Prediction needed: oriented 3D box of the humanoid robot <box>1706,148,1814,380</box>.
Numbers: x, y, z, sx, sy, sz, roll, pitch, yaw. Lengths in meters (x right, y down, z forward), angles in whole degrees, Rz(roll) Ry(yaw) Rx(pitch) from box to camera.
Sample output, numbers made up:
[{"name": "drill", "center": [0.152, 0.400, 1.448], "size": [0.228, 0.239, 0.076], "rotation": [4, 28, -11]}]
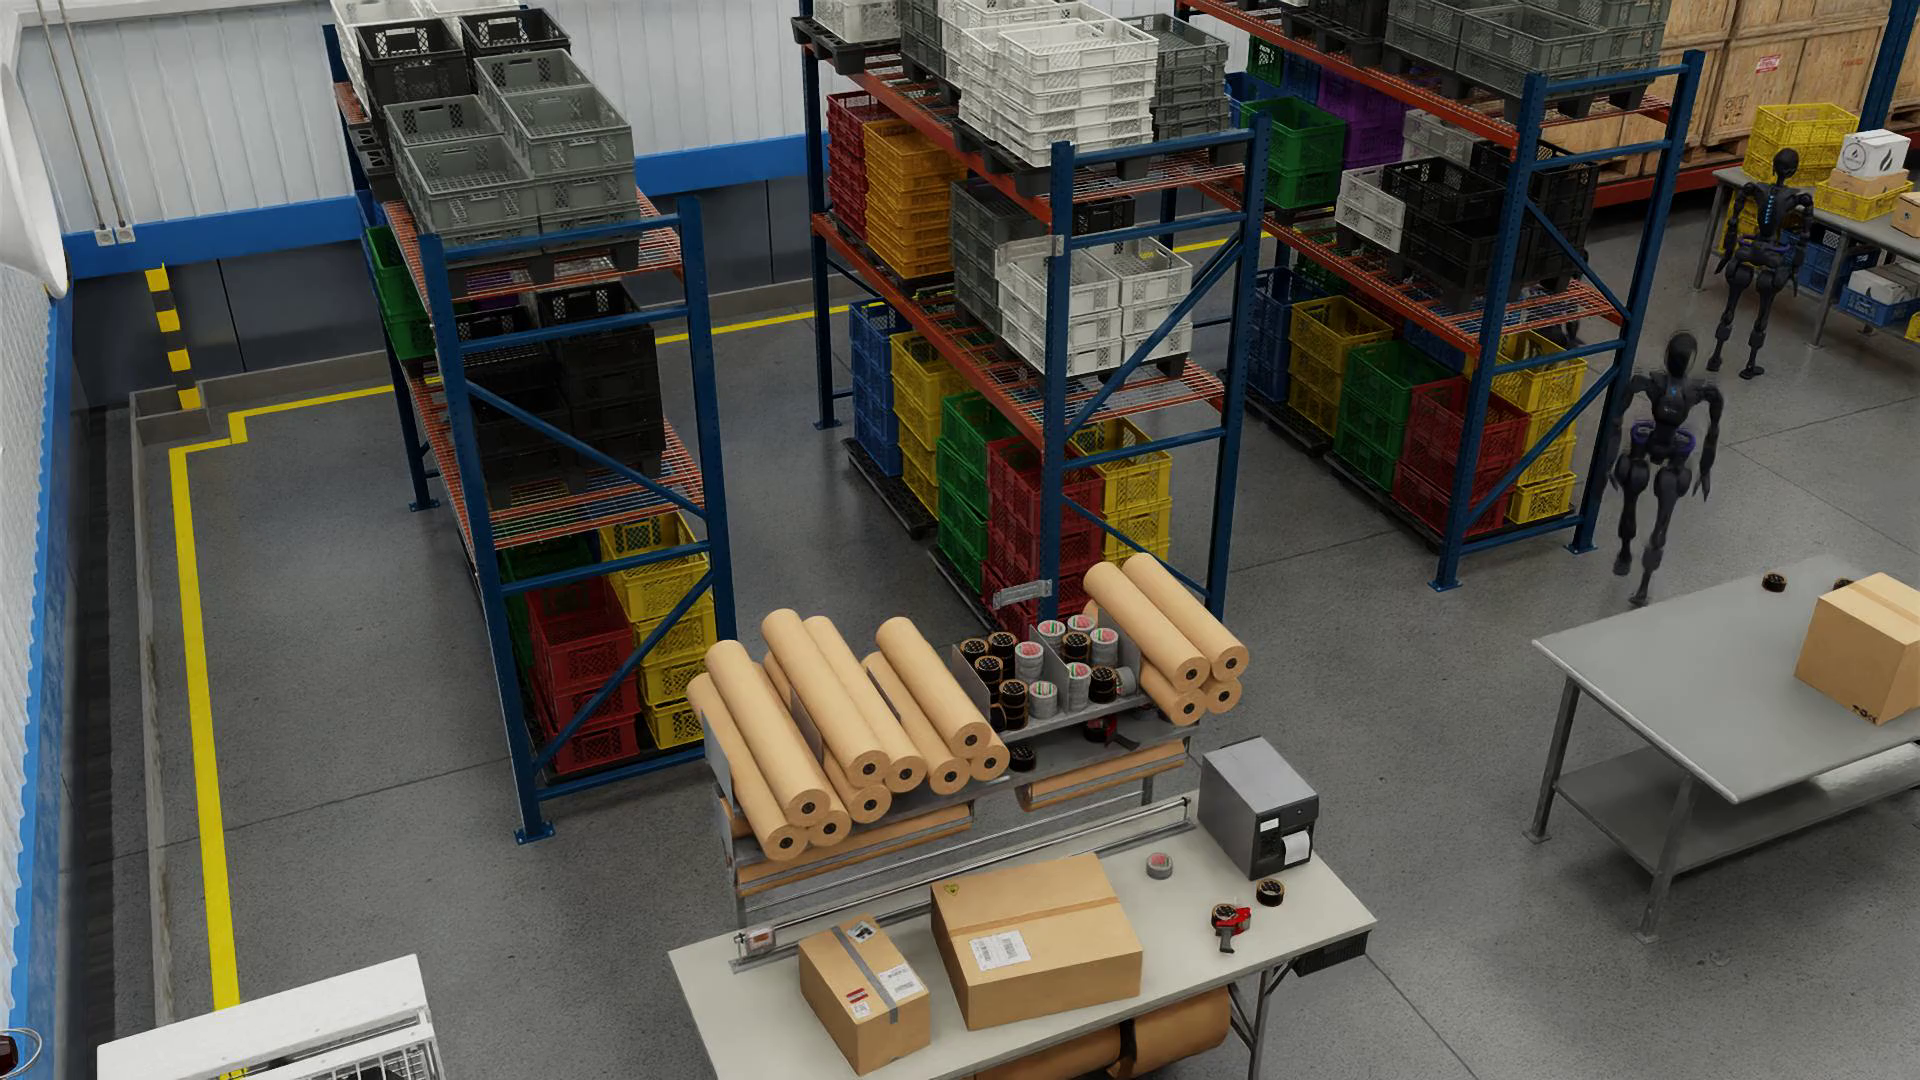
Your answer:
[{"name": "humanoid robot", "center": [5.688, -1.971, 11.816], "size": [0.585, 1.657, 0.331], "rotation": [22, 38, 31]}]

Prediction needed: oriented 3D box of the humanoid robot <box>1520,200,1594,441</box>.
[{"name": "humanoid robot", "center": [3.911, -1.447, 10.968], "size": [0.325, 1.655, 0.562], "rotation": [1, 32, 1]}]

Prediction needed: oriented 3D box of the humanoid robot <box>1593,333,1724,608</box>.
[{"name": "humanoid robot", "center": [3.905, -0.401, 9.319], "size": [0.593, 1.614, 0.774], "rotation": [15, 35, 22]}]
